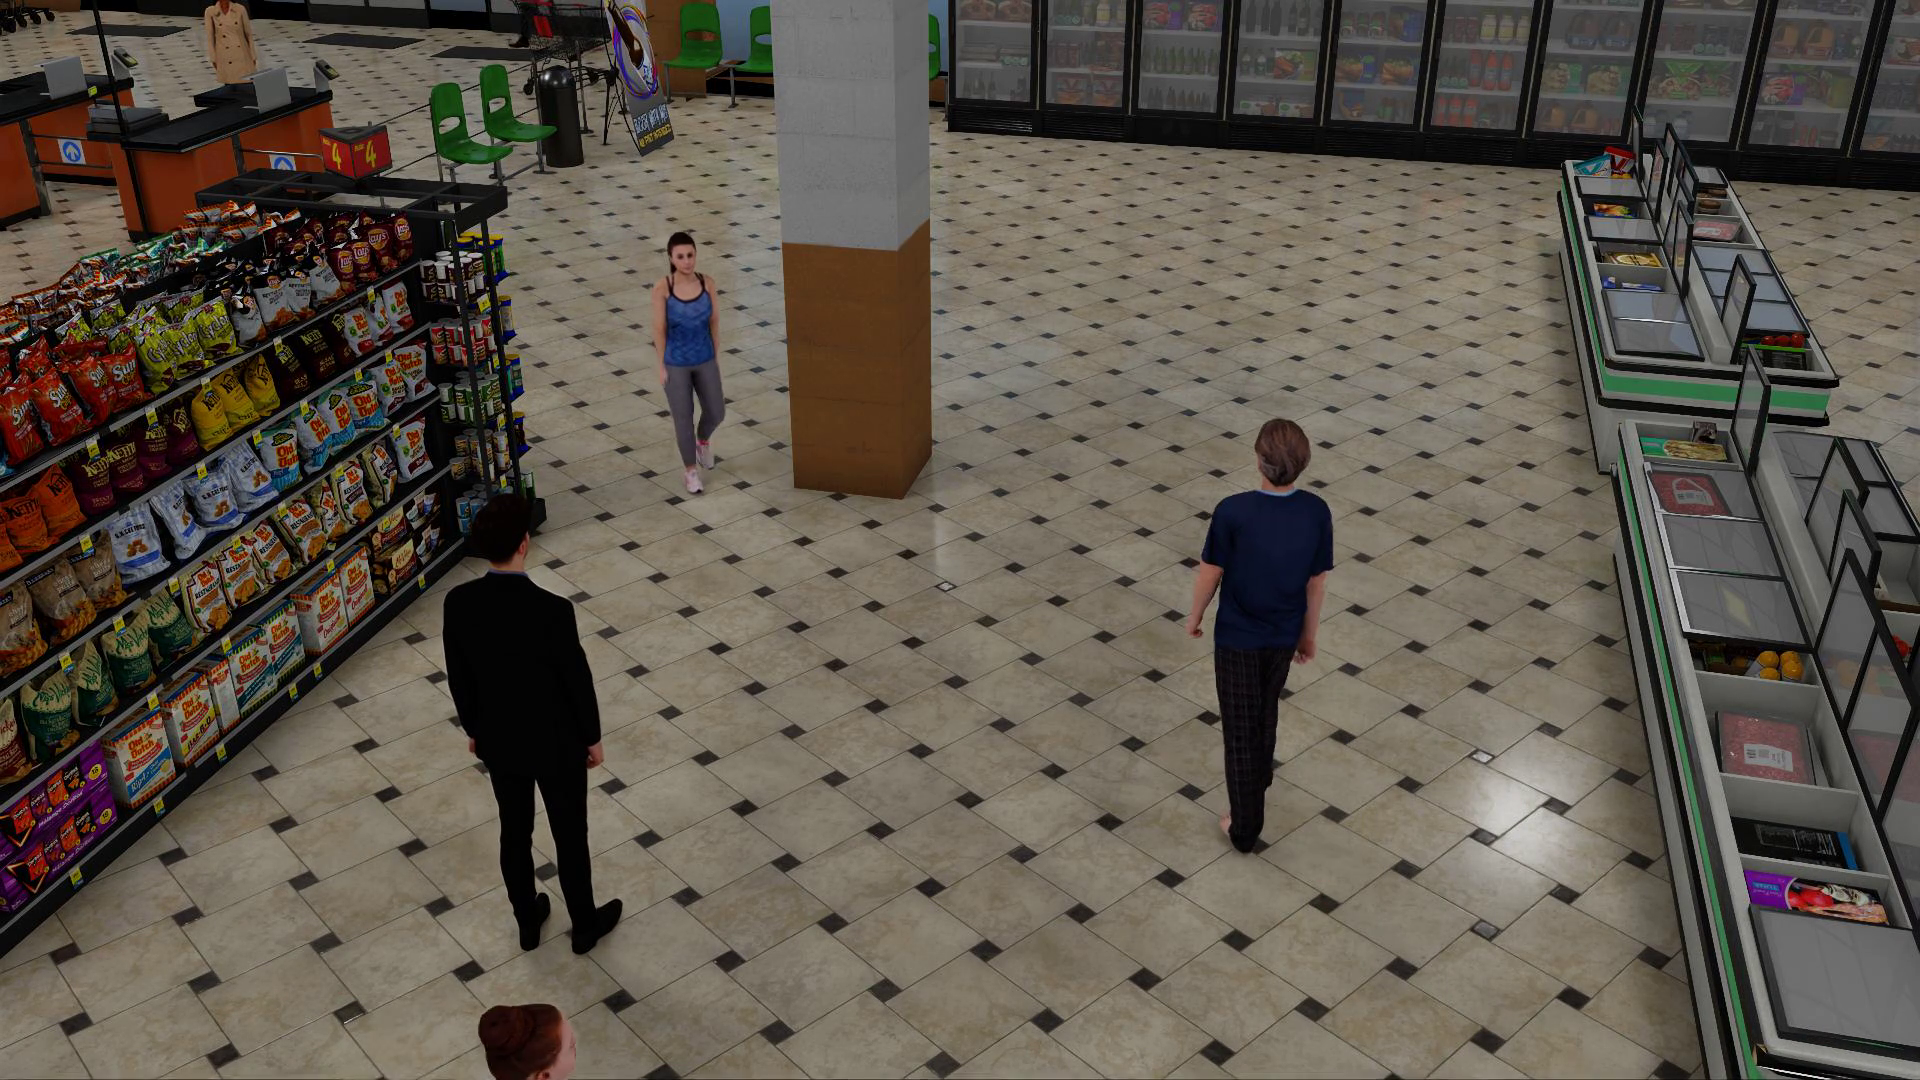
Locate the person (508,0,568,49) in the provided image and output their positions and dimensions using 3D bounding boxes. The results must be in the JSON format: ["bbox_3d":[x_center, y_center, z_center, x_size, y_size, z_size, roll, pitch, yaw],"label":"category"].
[{"bbox_3d":[-5.746,-7.488,22.490,0.920,1.692,1.108,2,27,3],"label":"person"}]

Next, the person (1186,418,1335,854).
[{"bbox_3d":[1.234,0.439,6.687,0.871,1.848,0.966,-6,28,-12],"label":"person"}]

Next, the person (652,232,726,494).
[{"bbox_3d":[-1.640,-1.073,9.945,0.736,1.598,0.800,-11,29,-20],"label":"person"}]

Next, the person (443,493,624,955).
[{"bbox_3d":[-1.576,0.708,6.106,0.705,1.894,0.624,4,27,9],"label":"person"}]

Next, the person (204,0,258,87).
[{"bbox_3d":[-7.872,-5.224,18.036,0.706,1.682,0.732,-11,29,-20],"label":"person"}]
